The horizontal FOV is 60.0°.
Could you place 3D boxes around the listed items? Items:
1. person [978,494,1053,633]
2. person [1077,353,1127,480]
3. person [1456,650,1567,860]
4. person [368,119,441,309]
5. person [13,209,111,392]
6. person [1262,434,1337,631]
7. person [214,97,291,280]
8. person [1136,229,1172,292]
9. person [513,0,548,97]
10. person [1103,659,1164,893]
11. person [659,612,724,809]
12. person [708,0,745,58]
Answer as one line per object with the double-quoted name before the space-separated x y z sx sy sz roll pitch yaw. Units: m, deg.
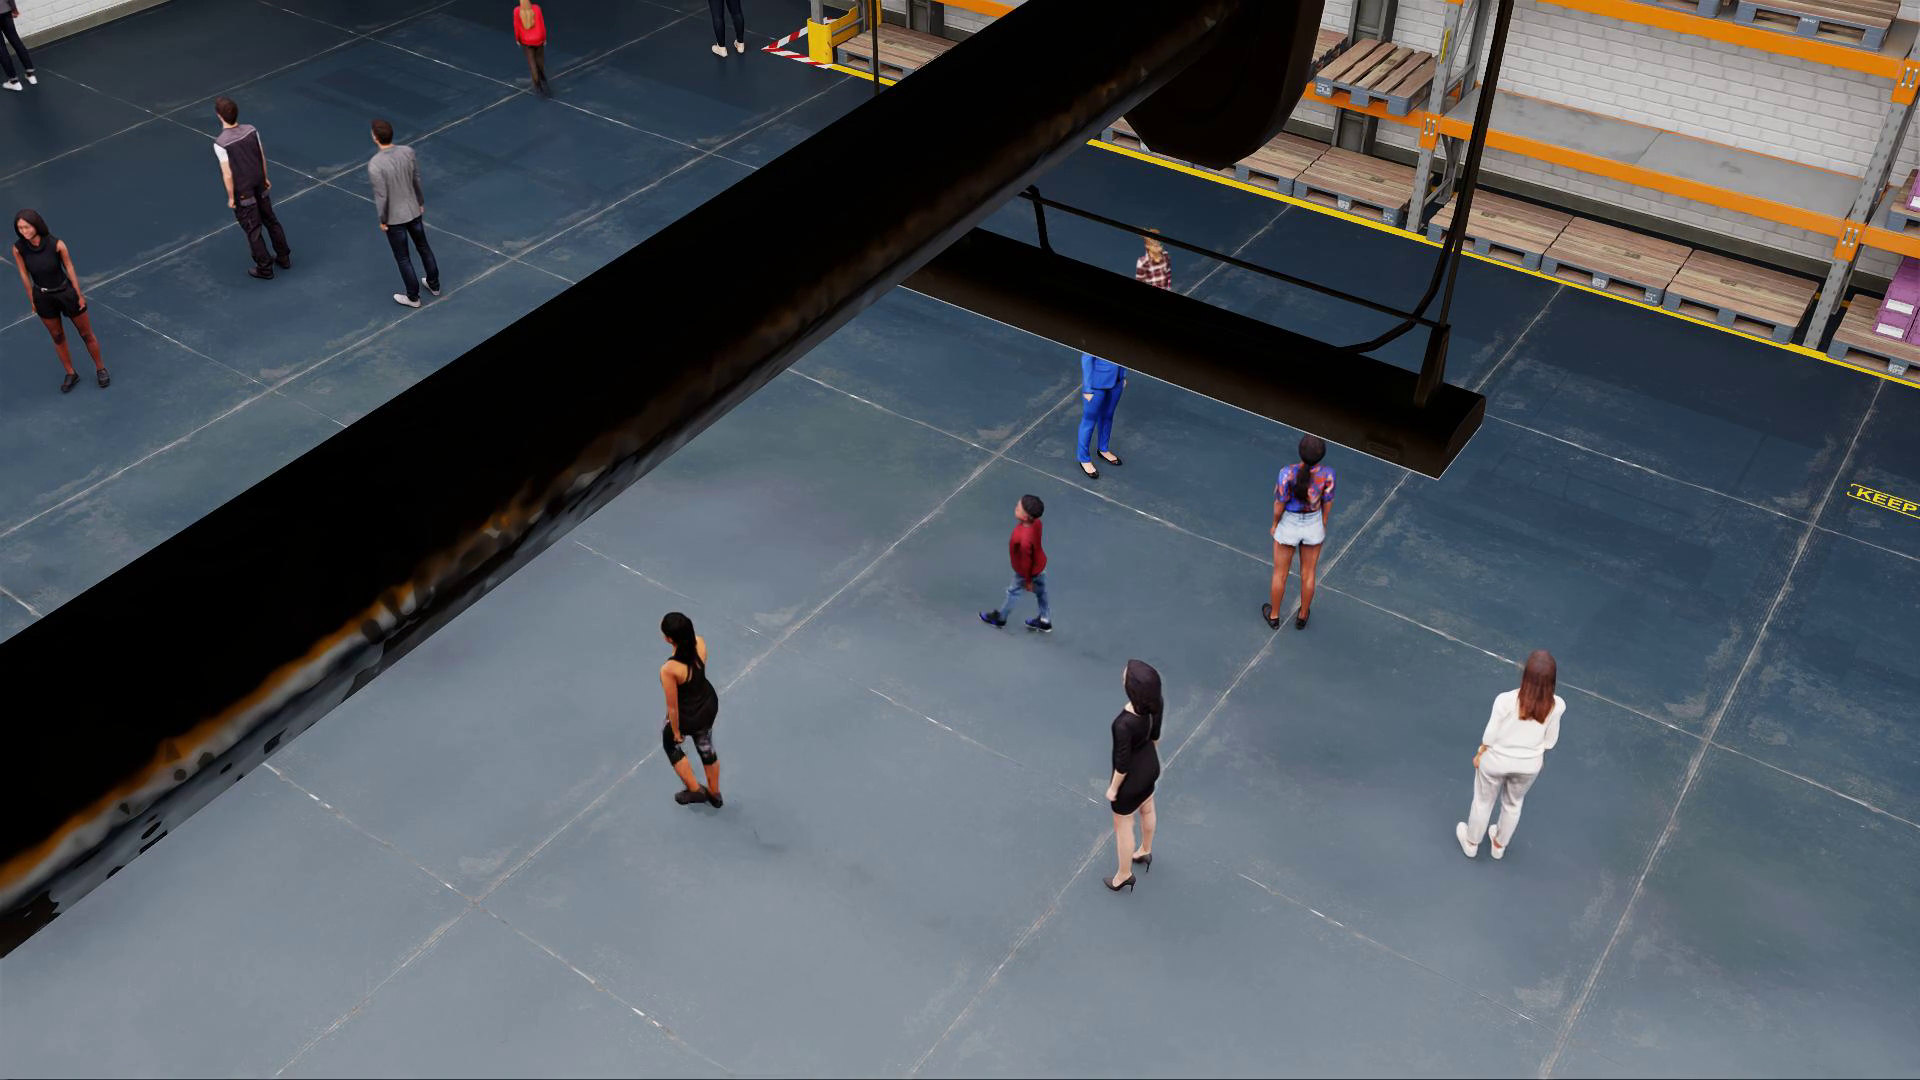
"person" 0.567 0.196 12.195 0.813 1.238 0.605 15 41 18
"person" 1.167 -1.319 13.721 0.667 1.701 0.630 -29 47 -31
"person" 3.444 1.363 10.374 0.673 1.688 0.759 0 39 0
"person" -5.315 -3.120 15.838 0.574 1.874 0.665 23 44 26
"person" -7.968 -2.125 14.699 0.668 1.740 0.711 -9 39 -11
"person" 2.474 -0.068 12.121 0.625 1.742 0.727 1 39 2
"person" -6.953 -3.448 16.269 0.588 1.849 0.664 20 43 23
"person" 1.731 -2.283 15.260 0.690 1.286 0.902 -23 44 -26
"person" -5.108 -5.935 19.861 0.823 1.252 0.955 -12 40 -14
"person" 1.063 1.453 10.169 0.534 1.802 0.621 29 47 31
"person" -1.664 1.125 10.698 0.558 1.656 0.574 23 44 26
"person" -2.943 -6.936 20.668 0.737 1.809 0.749 -19 42 -22
